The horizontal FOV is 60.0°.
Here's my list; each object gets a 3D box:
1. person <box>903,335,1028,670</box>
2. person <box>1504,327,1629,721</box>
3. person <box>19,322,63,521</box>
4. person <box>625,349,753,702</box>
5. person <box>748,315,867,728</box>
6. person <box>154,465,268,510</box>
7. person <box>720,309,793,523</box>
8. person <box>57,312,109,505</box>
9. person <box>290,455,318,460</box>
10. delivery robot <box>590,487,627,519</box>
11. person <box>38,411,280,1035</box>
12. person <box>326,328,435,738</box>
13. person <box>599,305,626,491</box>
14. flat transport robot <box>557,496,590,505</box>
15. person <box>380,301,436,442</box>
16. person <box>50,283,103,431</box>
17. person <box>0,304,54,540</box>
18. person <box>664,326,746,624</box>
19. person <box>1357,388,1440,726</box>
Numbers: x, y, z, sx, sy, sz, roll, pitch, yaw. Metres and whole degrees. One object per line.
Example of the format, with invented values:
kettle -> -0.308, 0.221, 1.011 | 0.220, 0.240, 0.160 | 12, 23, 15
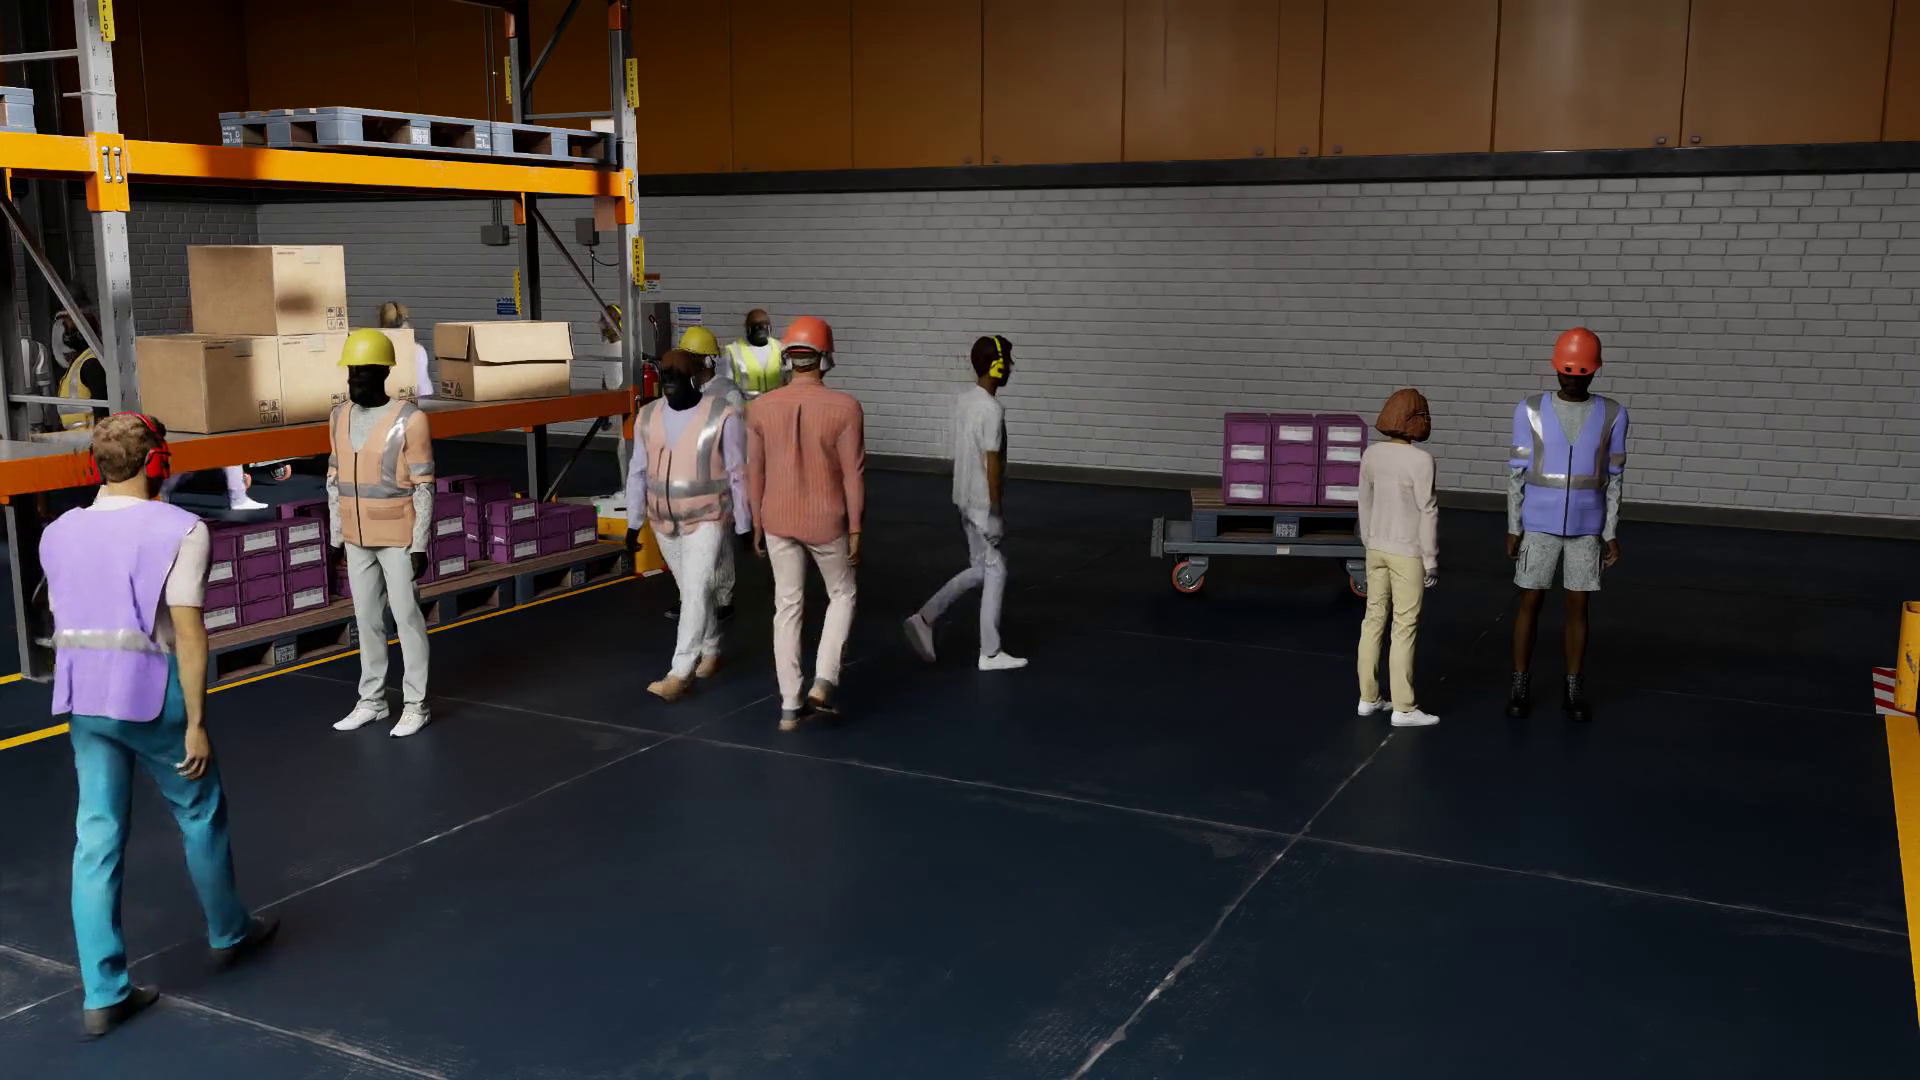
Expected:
person -> 0.052, -0.179, 8.993 | 0.609, 1.849, 0.519 | -4, 11, -23
person -> 2.943, -0.069, 8.103 | 0.542, 1.928, 0.378 | 2, 10, 14
person -> -8.130, -1.033, 13.833 | 0.970, 1.897, 0.634 | -6, 12, -32
person -> -1.429, -0.096, 8.658 | 0.642, 1.785, 0.978 | 4, 11, 21
person -> -0.728, -0.081, 8.010 | 0.630, 1.977, 0.448 | 2, 10, 13
person -> -6.623, -1.140, 14.515 | 0.896, 1.870, 0.664 | -5, 11, -27
person -> -1.705, -1.031, 14.009 | 0.644, 1.819, 0.484 | -5, 11, -27
person -> -6.530, -0.789, 12.517 | 0.430, 1.845, 0.624 | -6, 12, -33
person -> -7.357, -1.834, 18.448 | 0.349, 1.882, 0.577 | -3, 10, -18
delivery robot -> -2.473, -0.239, 12.783 | 0.707, 0.478, 0.477 | -4, 10, -21
person -> -2.453, 0.512, 5.094 | 0.589, 1.794, 0.879 | 2, 10, 9
person -> -2.747, -0.030, 7.870 | 0.587, 1.930, 0.361 | 4, 10, 21
person -> -2.936, -1.106, 14.420 | 0.623, 1.831, 0.507 | -9, 13, -41
flat transport robot -> -3.207, -0.178, 13.524 | 0.652, 0.197, 1.431 | -3, 10, -17
person -> -4.510, -0.947, 13.253 | 0.644, 1.905, 0.783 | 2, 10, 12
person -> -8.866, -1.616, 16.733 | 0.609, 2.000, 0.796 | -6, 11, -31
person -> -7.535, -0.968, 13.265 | 0.549, 1.942, 0.344 | -7, 12, -36
person -> -1.598, -0.398, 10.280 | 0.590, 1.833, 0.404 | 6, 12, 33
person -> 2.133, 0.082, 8.076 | 0.278, 1.634, 0.499 | -5, 11, -27
